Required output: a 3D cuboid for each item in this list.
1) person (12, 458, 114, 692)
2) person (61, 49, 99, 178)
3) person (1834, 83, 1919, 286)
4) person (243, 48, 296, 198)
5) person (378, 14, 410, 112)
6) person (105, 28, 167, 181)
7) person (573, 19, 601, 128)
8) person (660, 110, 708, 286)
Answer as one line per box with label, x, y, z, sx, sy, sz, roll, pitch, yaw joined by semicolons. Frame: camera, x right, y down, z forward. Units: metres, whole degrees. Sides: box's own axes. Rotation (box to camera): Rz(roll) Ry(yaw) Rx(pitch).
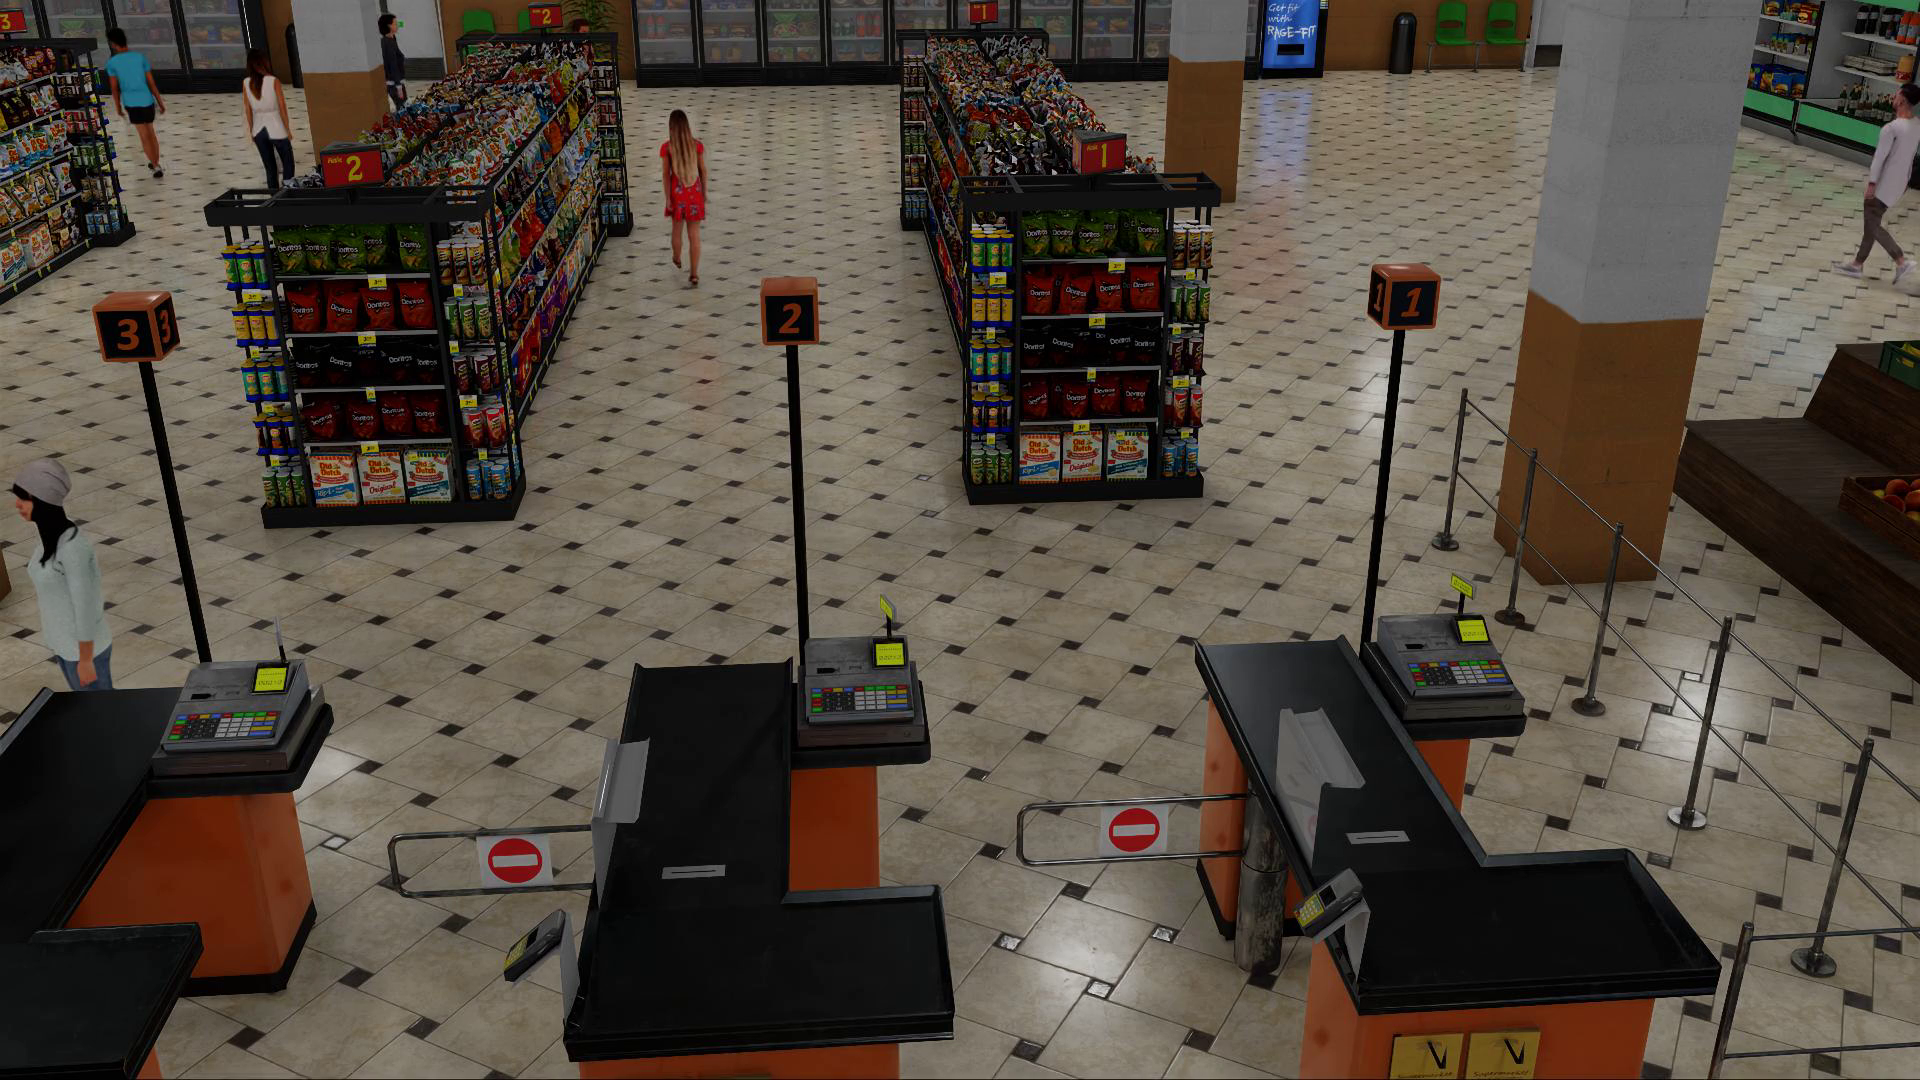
person;-3.760;0.427;7.118;0.692;1.646;0.598;-20;30;-38
person;-9.949;-4.650;18.695;0.933;1.666;1.164;-13;27;-27
person;8.601;-3.255;15.316;0.958;1.819;1.179;-13;27;-27
person;-7.425;-4.338;17.844;0.604;1.777;0.550;-2;24;-3
person;-7.237;-5.740;21.074;0.860;1.755;0.840;-13;27;-27
person;-9.704;-5.123;19.677;0.950;1.746;1.047;-15;28;-31
person;-4.393;-5.132;19.501;0.808;1.902;0.664;9;25;19
person;-2.519;-3.128;15.356;0.659;1.555;1.043;-5;24;-11
